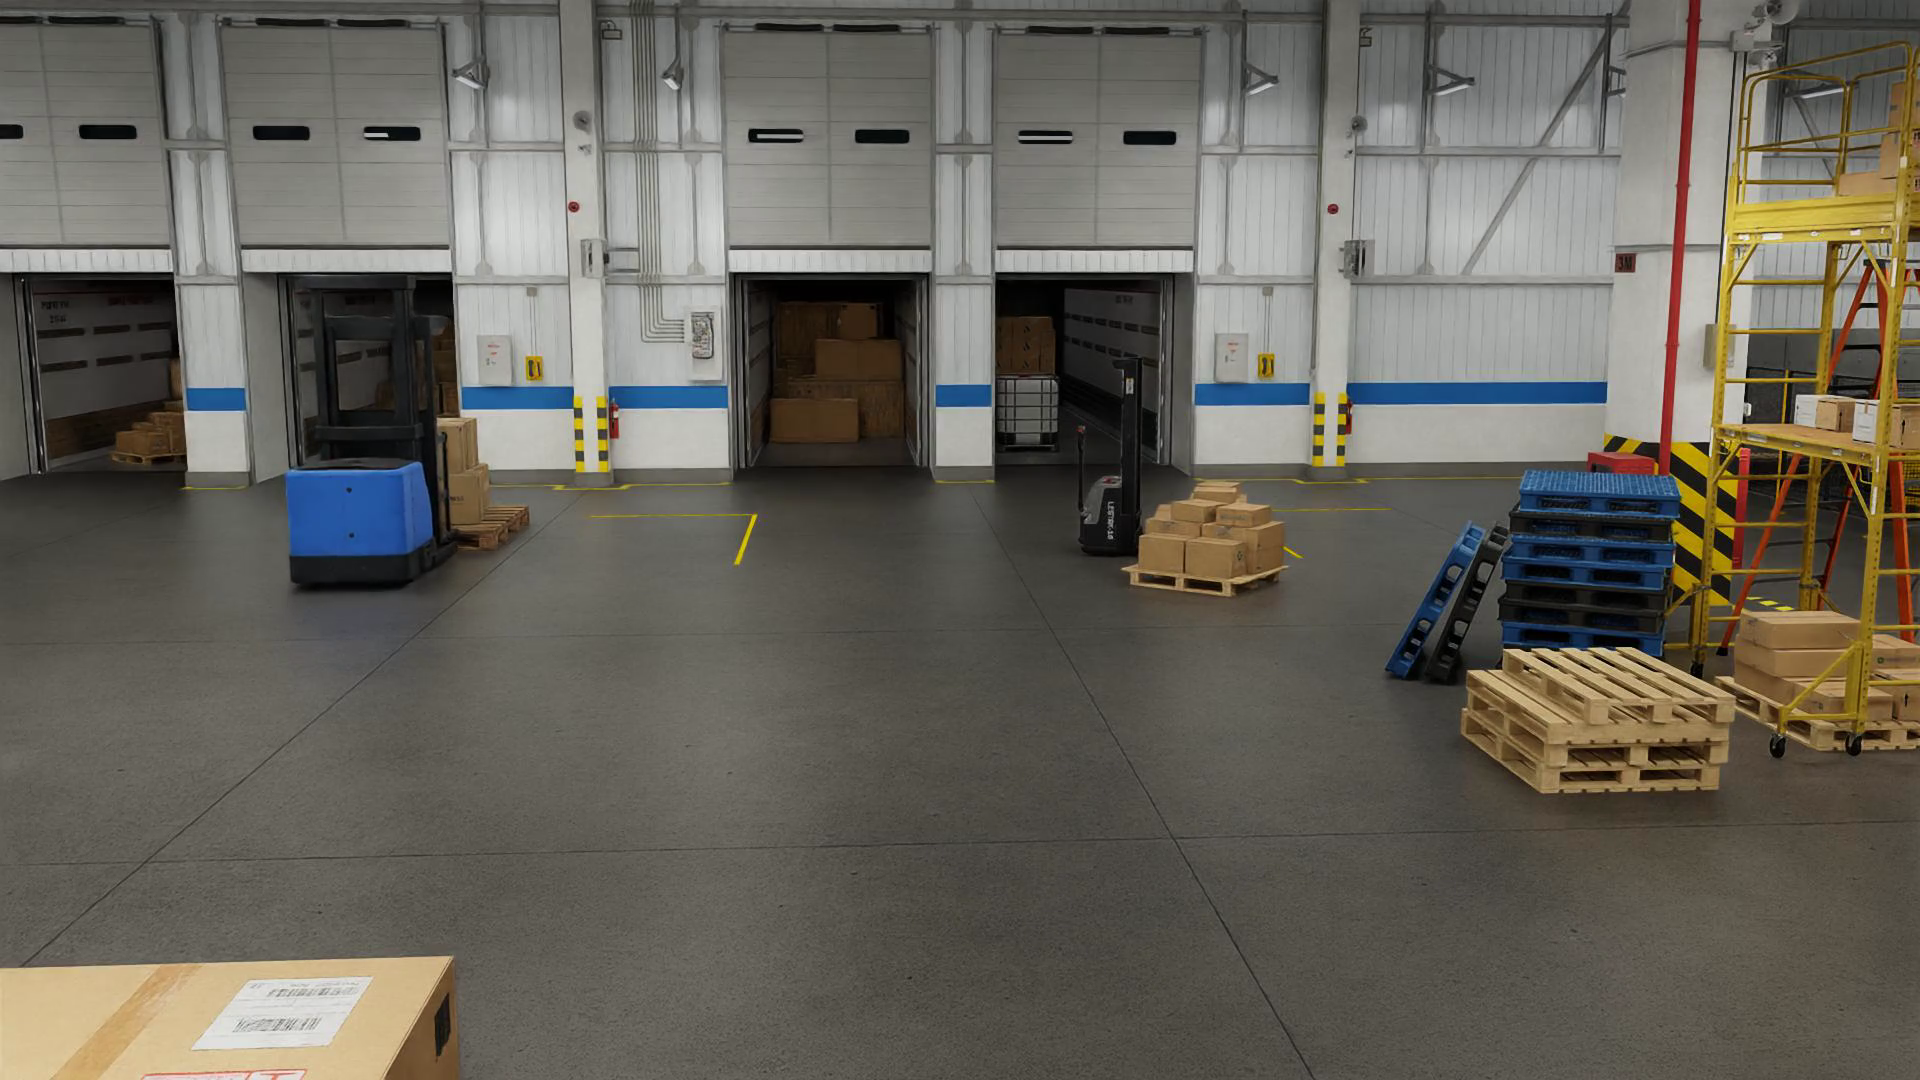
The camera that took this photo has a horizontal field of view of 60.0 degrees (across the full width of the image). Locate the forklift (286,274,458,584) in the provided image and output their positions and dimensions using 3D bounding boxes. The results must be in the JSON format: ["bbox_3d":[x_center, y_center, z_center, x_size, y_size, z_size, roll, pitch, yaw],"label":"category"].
[{"bbox_3d":[-5.550,-1.092,15.605,1.129,2.768,1.873,-1,9,-4],"label":"forklift"}]

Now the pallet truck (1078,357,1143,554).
[{"bbox_3d":[2.088,-0.836,16.757,1.885,1.965,0.823,2,9,13],"label":"pallet truck"}]
